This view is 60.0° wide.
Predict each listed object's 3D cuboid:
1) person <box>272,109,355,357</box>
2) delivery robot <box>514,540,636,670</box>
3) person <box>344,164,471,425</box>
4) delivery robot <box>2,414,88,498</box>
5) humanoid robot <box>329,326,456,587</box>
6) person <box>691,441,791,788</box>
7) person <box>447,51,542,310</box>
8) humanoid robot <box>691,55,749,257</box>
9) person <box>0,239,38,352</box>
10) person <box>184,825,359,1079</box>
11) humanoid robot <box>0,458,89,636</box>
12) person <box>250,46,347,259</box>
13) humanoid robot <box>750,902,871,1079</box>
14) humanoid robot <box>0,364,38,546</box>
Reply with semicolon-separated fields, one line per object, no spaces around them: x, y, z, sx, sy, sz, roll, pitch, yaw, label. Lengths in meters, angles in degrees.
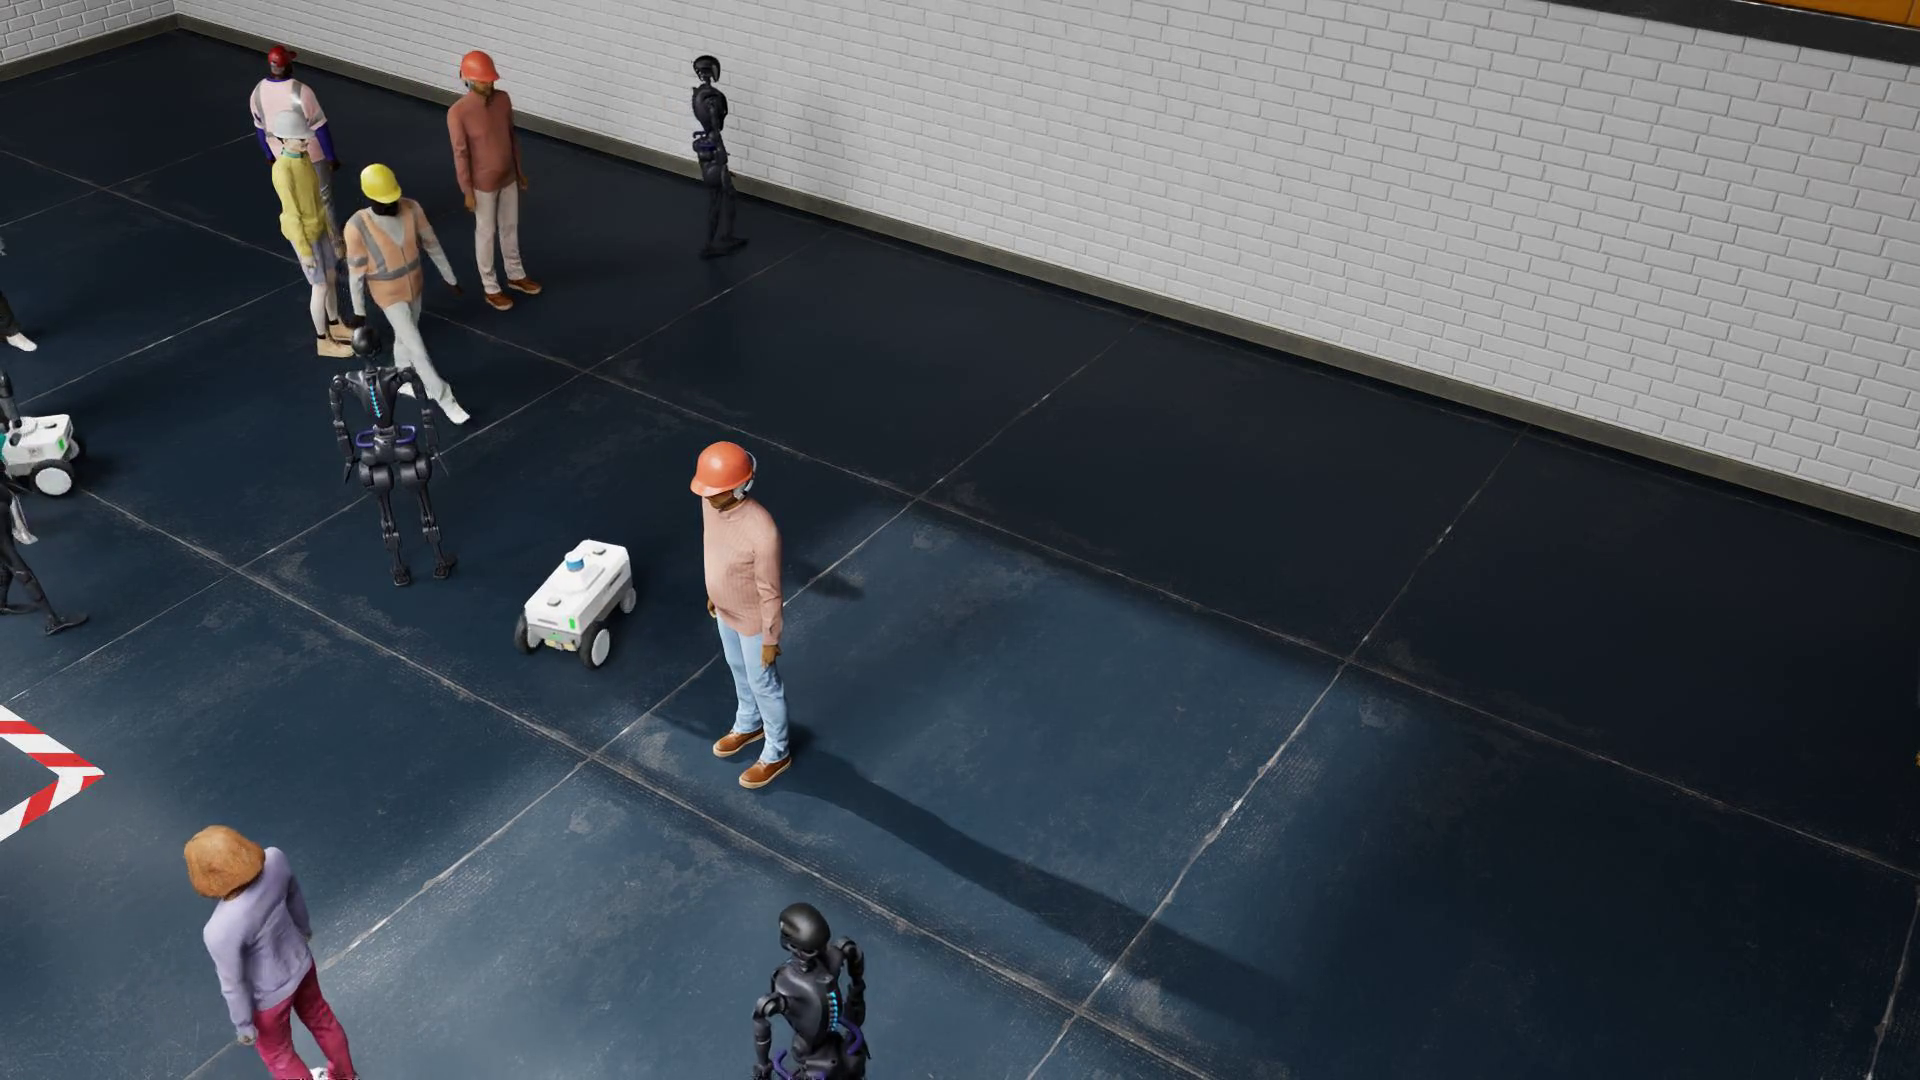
-4.688;-2.202;12.012;0.411;1.879;0.487;0;35;1;person
-2.179;0.335;9.526;0.499;0.585;0.784;11;36;15;delivery robot
-3.704;-1.679;11.256;0.924;1.869;0.729;21;40;27;person
-6.148;-0.581;10.831;0.774;0.579;0.499;-9;36;-13;delivery robot
-3.327;-0.488;9.720;0.599;1.657;0.315;-7;36;-10;humanoid robot
-1.085;0.358;8.258;0.403;1.986;0.610;-24;41;-30;person
-3.555;-2.751;12.693;0.399;1.989;0.620;20;39;26;person
-1.970;-3.109;13.477;0.459;1.644;0.601;-11;36;-15;humanoid robot
-7.259;-2.135;11.939;0.666;1.846;0.379;-12;37;-16;person
-2.712;1.729;6.604;0.287;1.628;0.570;7;36;10;person
-5.434;-0.210;9.362;0.613;1.633;0.622;-5;35;-7;humanoid robot
-5.315;-3.112;13.416;0.604;1.753;0.418;5;35;6;person
-0.587;1.975;6.217;0.515;1.648;0.612;27;43;33;humanoid robot
-5.978;-0.727;10.064;0.544;1.830;0.767;-21;40;-27;humanoid robot
